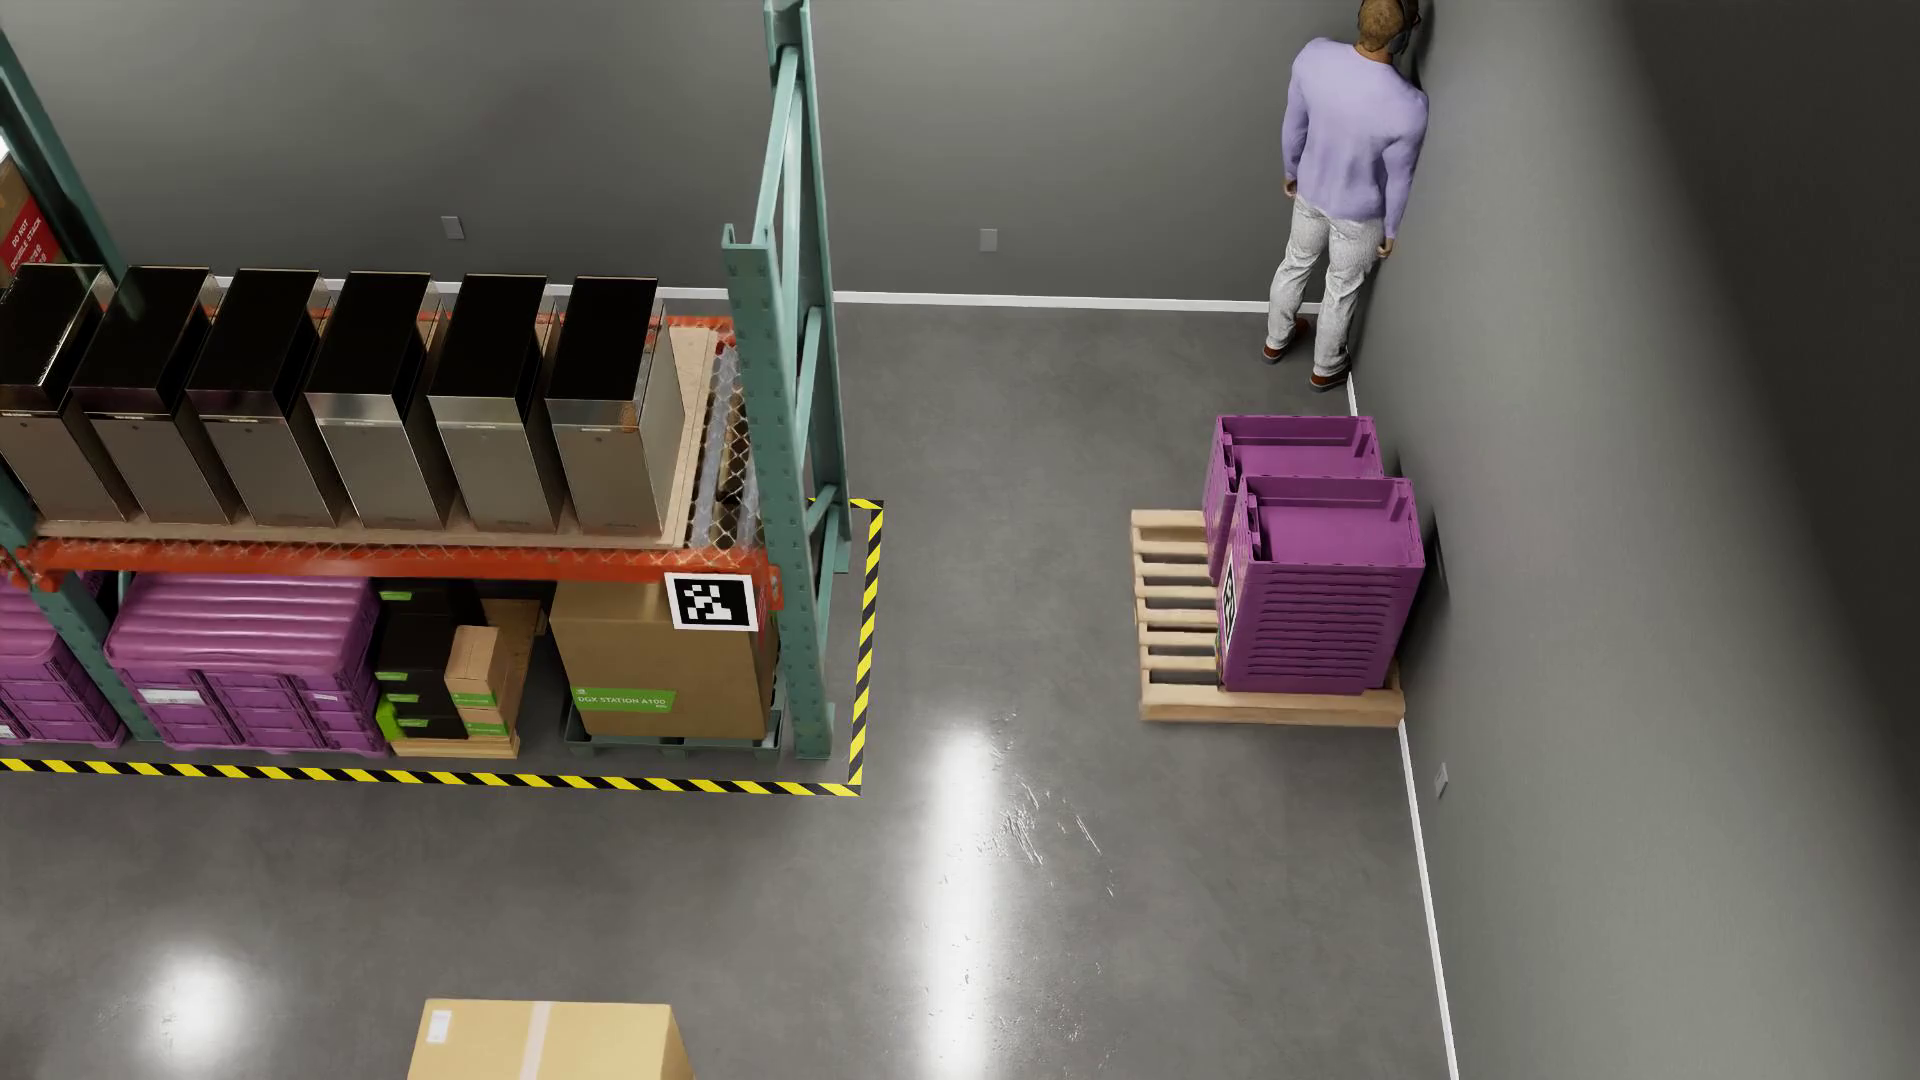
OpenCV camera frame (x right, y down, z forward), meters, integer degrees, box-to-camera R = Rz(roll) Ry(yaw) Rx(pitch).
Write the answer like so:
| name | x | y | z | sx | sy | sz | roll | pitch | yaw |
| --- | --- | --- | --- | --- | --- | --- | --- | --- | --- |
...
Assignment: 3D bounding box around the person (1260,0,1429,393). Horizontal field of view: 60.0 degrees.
| name | x | y | z | sx | sy | sz | roll | pitch | yaw |
| --- | --- | --- | --- | --- | --- | --- | --- | --- | --- |
| person | 1.570 | -1.403 | 6.797 | 0.366 | 1.939 | 0.635 | -38 | 61 | -26 |
